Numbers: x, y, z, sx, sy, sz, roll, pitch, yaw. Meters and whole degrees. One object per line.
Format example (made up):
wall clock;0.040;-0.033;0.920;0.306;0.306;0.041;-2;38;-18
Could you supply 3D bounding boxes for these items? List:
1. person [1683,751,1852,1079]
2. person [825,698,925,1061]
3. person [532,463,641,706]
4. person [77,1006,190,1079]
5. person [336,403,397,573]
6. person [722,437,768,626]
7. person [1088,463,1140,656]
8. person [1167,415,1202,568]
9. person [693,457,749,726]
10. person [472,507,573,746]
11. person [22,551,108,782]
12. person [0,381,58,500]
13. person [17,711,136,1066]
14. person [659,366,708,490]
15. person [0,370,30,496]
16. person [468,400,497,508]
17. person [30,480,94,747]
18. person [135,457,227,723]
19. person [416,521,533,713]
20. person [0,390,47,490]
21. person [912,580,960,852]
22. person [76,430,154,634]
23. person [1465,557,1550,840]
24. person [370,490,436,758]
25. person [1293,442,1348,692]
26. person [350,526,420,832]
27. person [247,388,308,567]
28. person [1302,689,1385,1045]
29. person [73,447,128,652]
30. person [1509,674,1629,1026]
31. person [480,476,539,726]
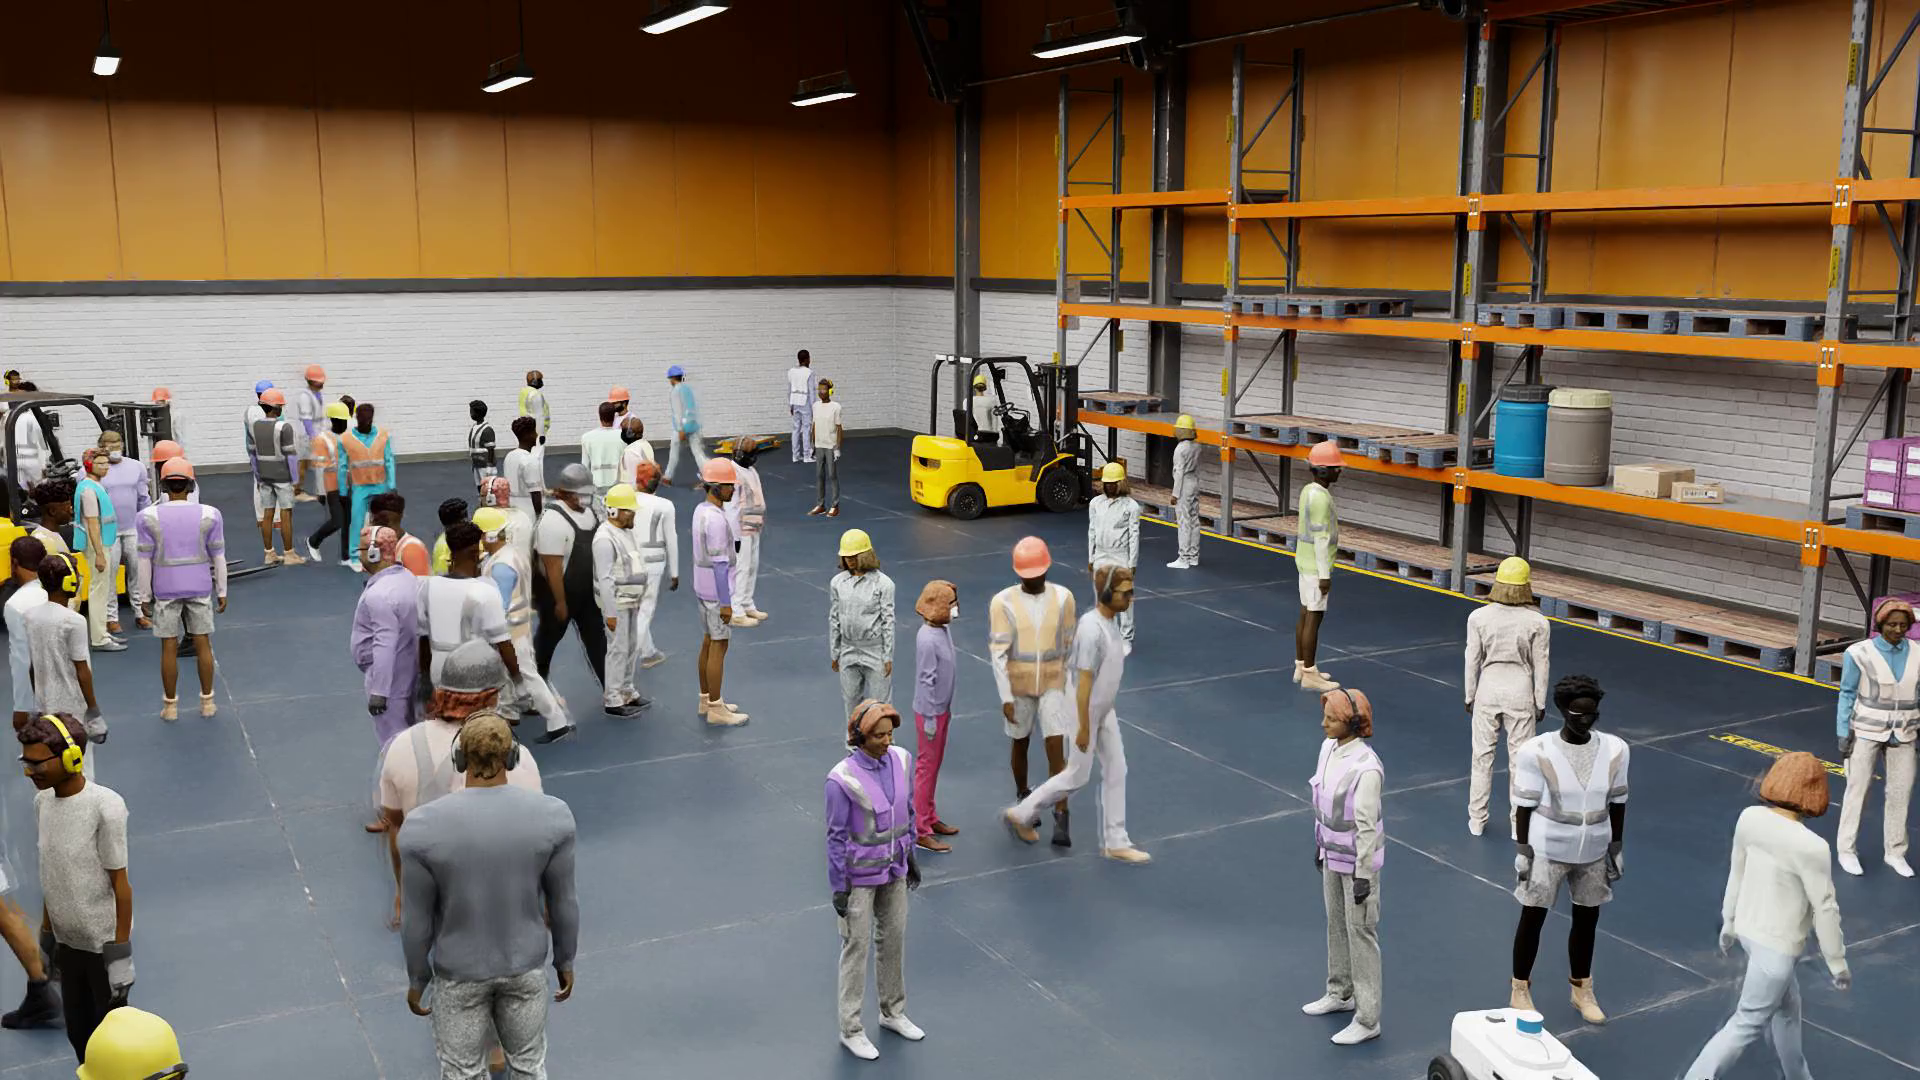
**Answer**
person;3.285;1.634;6.773;0.868;1.584;0.505;-1;10;-8
person;-0.393;1.497;7.428;0.319;1.631;0.524;9;13;41
person;-2.989;0.339;12.911;1.029;2.000;0.687;4;11;20
person;-1.984;2.002;4.126;0.314;1.769;0.524;4;11;22
person;-6.679;-0.597;18.713;0.627;1.907;0.443;-8;13;-38
person;-2.075;-0.084;15.969;0.429;1.830;0.636;2;10;10
person;1.355;0.170;14.771;0.482;1.734;0.332;6;11;30
person;2.548;-0.551;18.891;0.297;1.745;0.484;7;12;37
person;-1.821;0.388;12.627;0.381;2.040;0.616;-4;11;-20
person;-3.262;0.645;11.943;0.946;1.776;0.611;-4;11;-22
person;-5.181;0.996;9.661;0.517;1.860;0.321;5;11;28
person;-12.071;-1.099;21.611;1.045;1.910;0.615;7;12;34
person;-3.372;1.564;6.407;0.526;1.856;0.344;5;11;27
person;-4.167;-1.689;25.114;1.038;1.871;0.599;5;11;27
person;-13.743;-1.545;24.245;0.326;1.874;0.518;3;10;15
person;-6.126;-0.956;21.354;0.322;1.698;0.533;-8;13;-38
person;-6.495;0.547;11.959;0.380;1.958;0.604;-4;11;-24
person;-5.940;0.378;12.726;0.614;2.031;0.403;-6;11;-30
person;-2.948;0.843;10.346;0.684;1.930;0.861;5;11;28
person;-11.782;-0.980;21.089;0.606;1.832;0.951;0;10;2
person;-0.144;1.042;10.035;0.271;1.632;0.503;2;10;11
person;-7.931;-0.080;15.663;0.385;1.929;0.635;9;13;42
person;3.340;0.962;10.181;0.493;1.743;0.296;4;11;23
person;-3.811;0.612;11.633;0.407;1.933;0.668;-9;13;-42
person;2.946;0.213;13.627;0.383;2.045;0.605;0;10;2
person;-3.563;0.853;10.337;0.403;1.906;0.651;-1;10;-4
person;-7.775;-0.709;18.940;0.607;2.044;0.374;3;10;17
person;1.769;1.470;7.594;0.318;1.630;0.514;-2;10;-11
person;-7.753;0.087;14.934;0.373;1.839;0.570;-5;11;-25
person;2.793;1.428;7.666;0.535;1.690;0.323;-1;10;-4
person;-3.475;0.459;12.646;0.394;1.901;0.646;2;10;13
